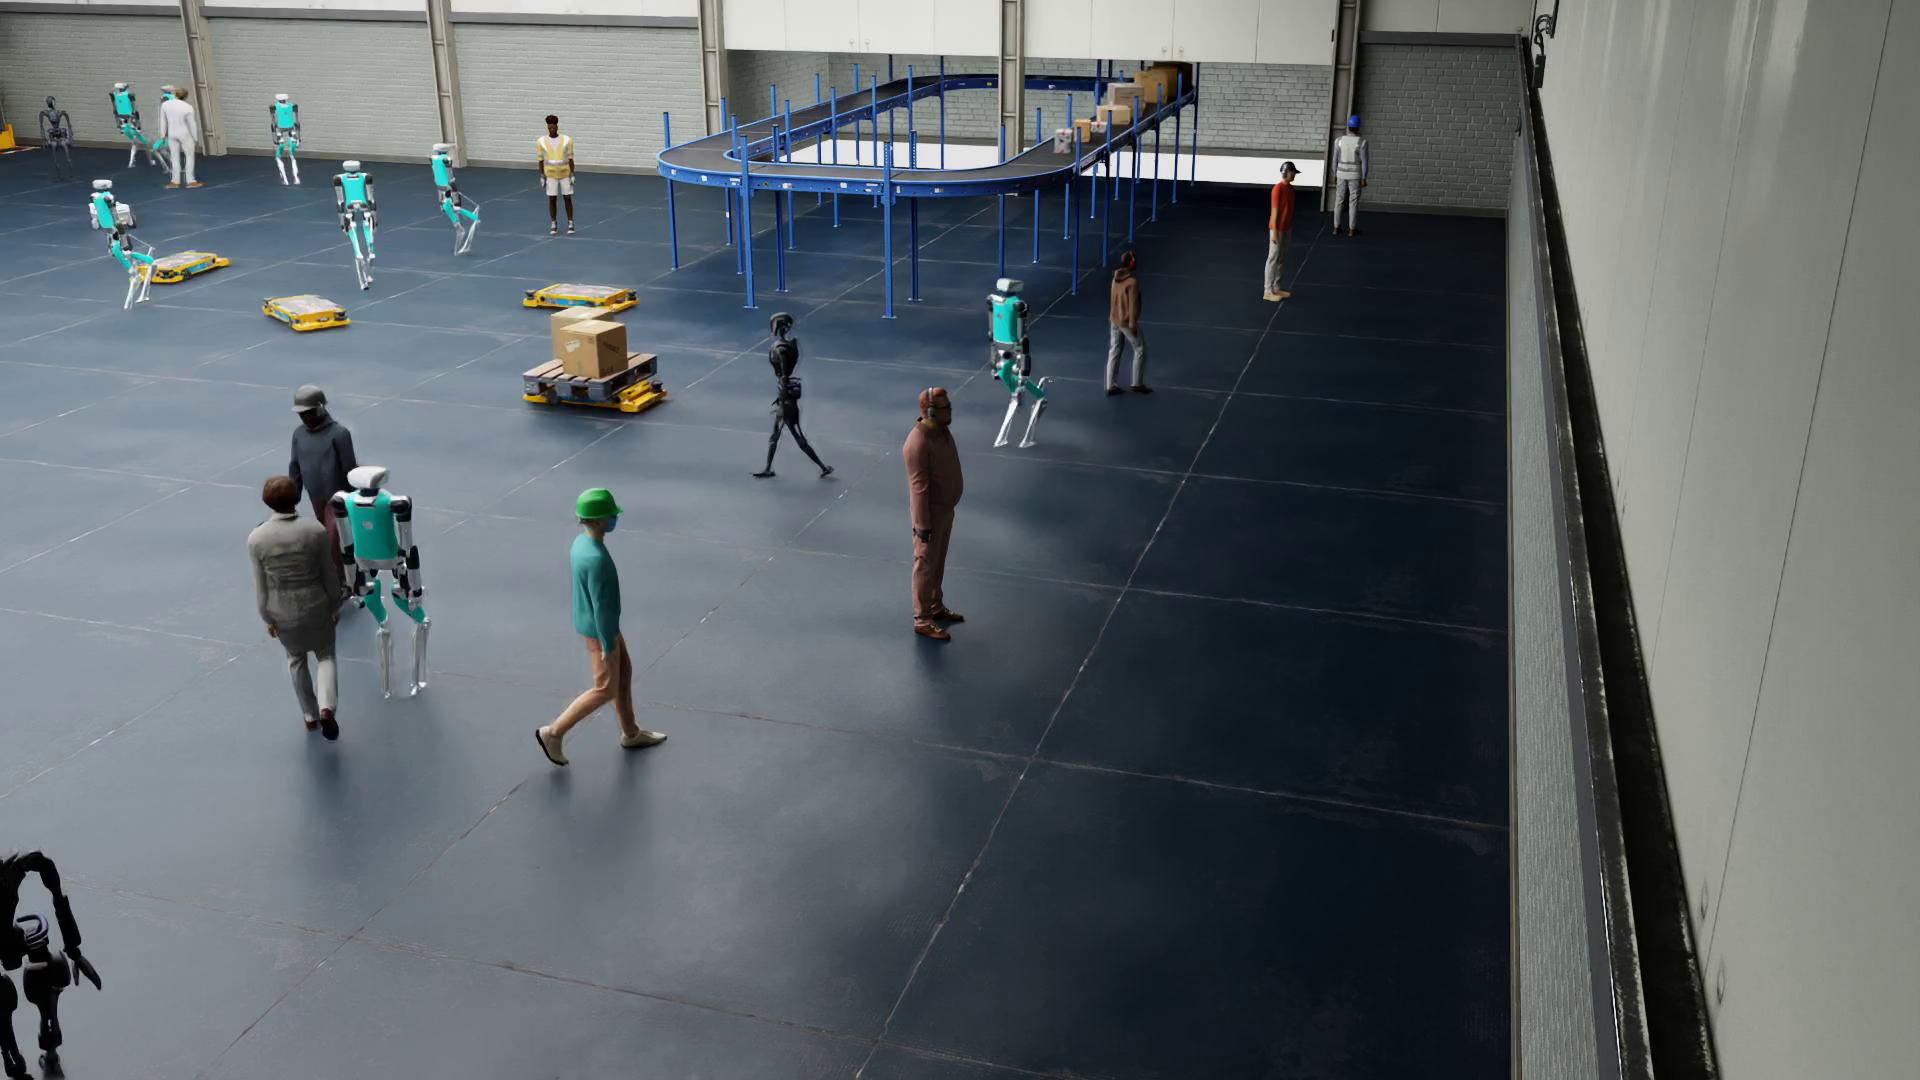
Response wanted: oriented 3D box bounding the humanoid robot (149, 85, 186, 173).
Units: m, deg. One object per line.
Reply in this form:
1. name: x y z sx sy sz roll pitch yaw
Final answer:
1. humanoid robot: -16.071 -8.267 33.538 0.718 1.762 0.543 2 21 6

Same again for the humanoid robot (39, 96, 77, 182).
1. humanoid robot: -17.703 -7.870 32.633 0.609 1.642 0.477 -8 22 -19

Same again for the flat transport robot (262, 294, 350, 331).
1. flat transport robot: -8.655 -3.011 21.986 0.659 0.231 1.431 -17 27 -37

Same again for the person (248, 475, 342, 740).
1. person: -4.297 0.469 10.835 0.514 1.809 0.644 -6 22 -16

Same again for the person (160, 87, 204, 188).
1. person: -15.046 -7.732 31.994 0.786 1.900 0.370 1 21 2

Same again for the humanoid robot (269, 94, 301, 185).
1. humanoid robot: -13.107 -7.775 32.298 0.530 1.777 0.706 -14 25 -32

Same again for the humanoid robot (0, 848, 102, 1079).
1. humanoid robot: -4.190 1.895 7.390 0.599 1.644 0.790 -14 25 -31

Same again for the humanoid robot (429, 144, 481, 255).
1. humanoid robot: -7.750 -5.215 25.798 0.543 1.885 0.740 19 28 40

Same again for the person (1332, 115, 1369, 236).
1. person: 6.435 -6.005 27.418 0.614 1.947 0.386 14 25 32

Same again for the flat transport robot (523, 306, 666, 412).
1. flat transport robot: -4.051 -1.651 18.459 1.431 0.231 0.659 7 22 17

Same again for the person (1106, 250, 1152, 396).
1. person: 1.911 -2.411 18.526 0.637 1.631 0.504 -12 24 -28

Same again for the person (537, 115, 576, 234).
1. person: -6.669 -6.051 27.538 0.596 1.958 0.379 -4 22 -11

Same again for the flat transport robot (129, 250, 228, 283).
1. flat transport robot: -11.584 -4.049 24.680 0.659 0.231 1.431 4 21 10

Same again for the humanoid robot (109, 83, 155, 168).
1. humanoid robot: -17.049 -8.552 34.438 0.576 1.855 0.891 3 21 8

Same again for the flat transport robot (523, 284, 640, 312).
1. flat transport robot: -5.181 -3.305 22.751 1.431 0.231 0.659 7 22 18

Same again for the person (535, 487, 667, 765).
1. person: -2.330 0.554 10.550 0.781 1.850 0.522 -8 23 -20

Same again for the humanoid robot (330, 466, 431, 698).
1. humanoid robot: -3.884 0.289 11.443 0.551 1.820 0.717 1 21 4

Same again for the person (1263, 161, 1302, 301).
1. person: 4.477 -4.268 22.967 0.416 1.909 0.480 15 26 34

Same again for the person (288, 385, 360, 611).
1. person: -4.959 -0.302 12.842 0.581 1.787 0.767 7 22 18

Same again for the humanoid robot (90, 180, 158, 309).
1. humanoid robot: -11.243 -4.009 22.571 0.547 1.796 0.778 16 26 36

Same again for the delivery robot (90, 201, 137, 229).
1. delivery robot: -14.339 -5.511 28.062 0.740 0.587 0.524 14 25 31

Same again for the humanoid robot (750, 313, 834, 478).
1. humanoid robot: -1.607 -1.345 15.809 0.801 1.650 0.603 -2 21 -5

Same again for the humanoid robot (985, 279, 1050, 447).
1. humanoid robot: 0.637 -1.780 16.749 0.747 1.769 0.531 -18 28 -39

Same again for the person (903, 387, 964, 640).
1. person: -0.177 -0.213 12.450 0.411 1.913 0.640 6 22 16

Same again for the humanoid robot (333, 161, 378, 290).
1. humanoid robot: -8.542 -4.416 23.707 0.536 1.871 0.815 -9 23 -22
